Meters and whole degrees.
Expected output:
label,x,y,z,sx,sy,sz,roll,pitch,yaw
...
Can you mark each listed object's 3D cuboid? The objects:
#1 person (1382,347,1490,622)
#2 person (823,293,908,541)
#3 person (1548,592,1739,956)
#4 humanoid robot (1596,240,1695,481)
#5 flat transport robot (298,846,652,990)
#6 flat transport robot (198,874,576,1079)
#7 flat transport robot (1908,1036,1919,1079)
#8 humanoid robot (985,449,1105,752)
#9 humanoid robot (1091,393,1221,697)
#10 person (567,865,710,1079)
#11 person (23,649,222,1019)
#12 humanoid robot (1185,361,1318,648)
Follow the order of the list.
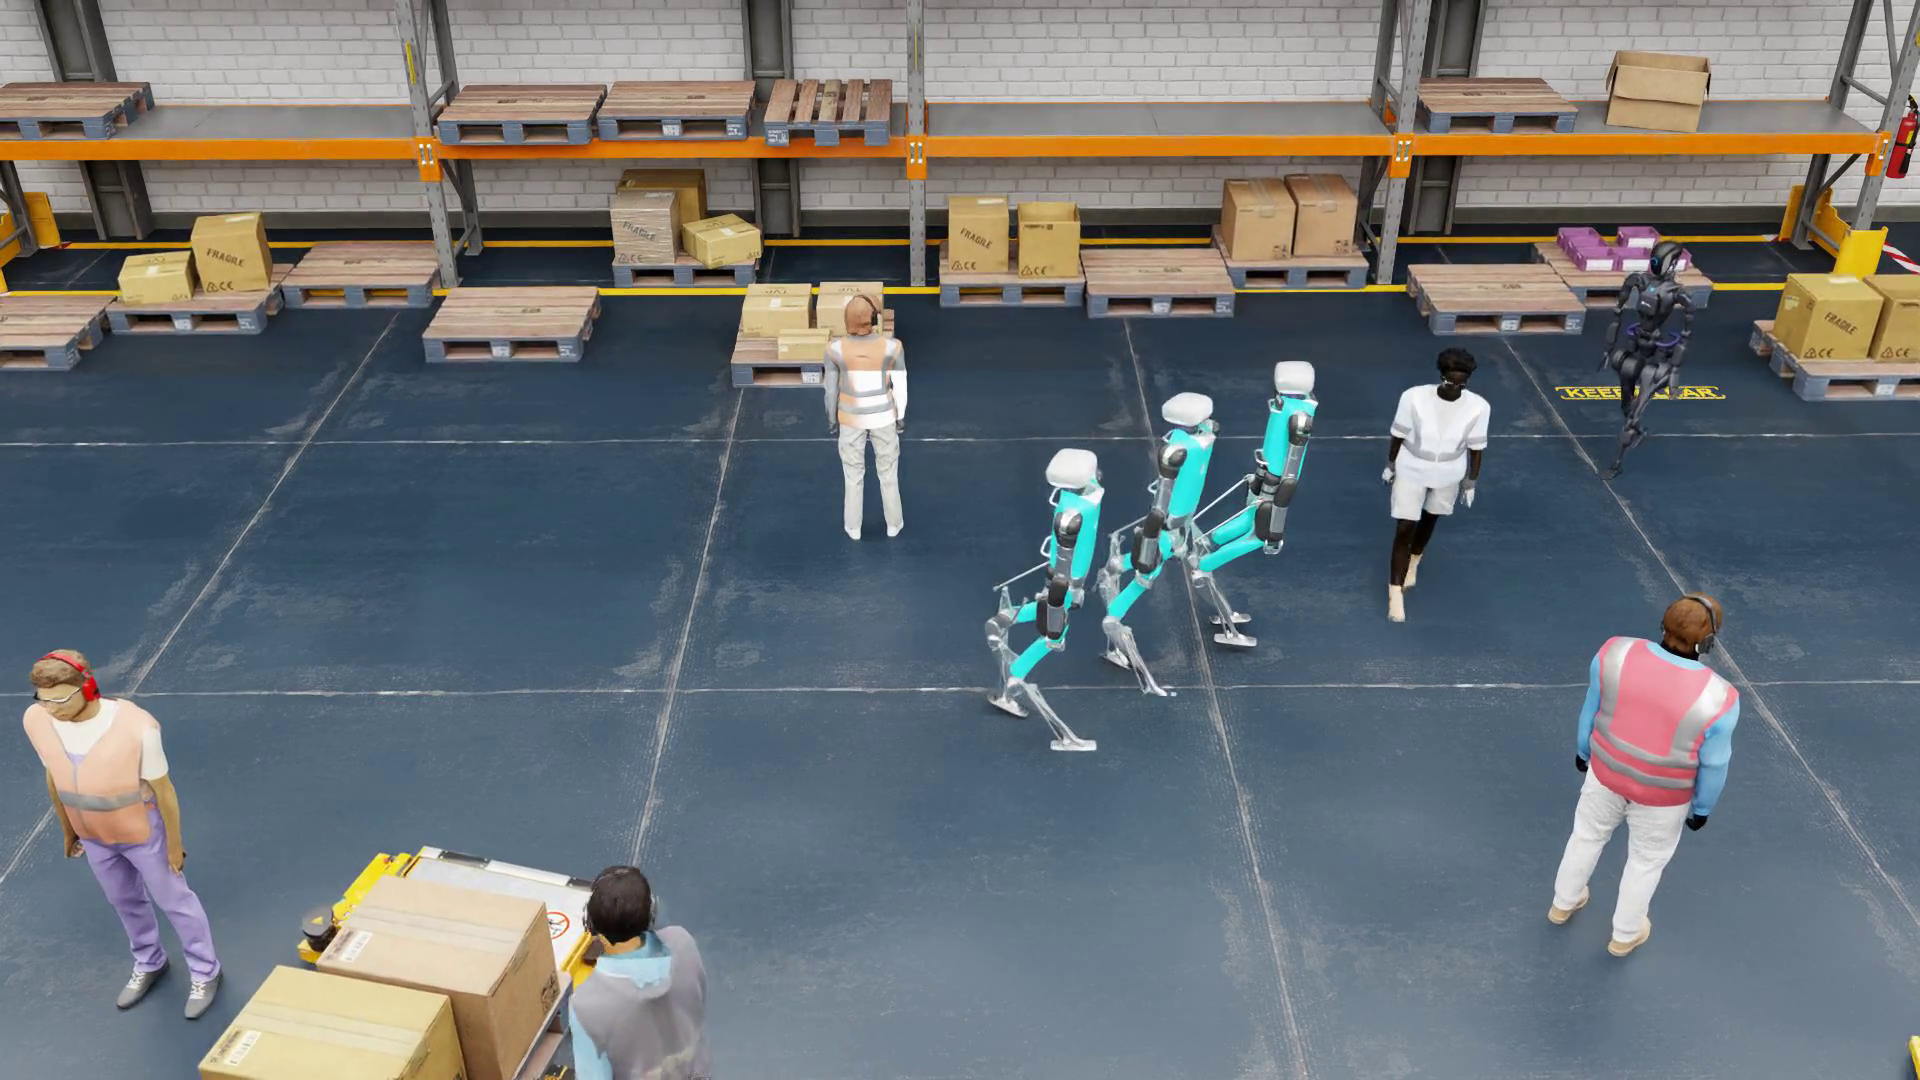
label,x,y,z,sx,sy,sz,roll,pitch,yaw
person,2.732,-0.324,9.590,0.542,1.652,0.833,4,31,6
person,-0.579,-0.741,10.315,0.514,1.636,0.313,-2,31,-3
person,2.963,1.021,7.199,0.634,1.831,0.430,25,39,35
humanoid robot,4.619,-1.243,11.162,0.767,1.638,0.609,-23,38,-33
flat transport robot,-2.172,1.752,7.495,1.431,0.231,0.659,8,32,14
flat transport robot,-2.210,2.302,6.579,1.431,0.231,0.659,7,32,11
flat transport robot,4.603,2.321,6.547,1.431,0.231,0.659,8,32,13
humanoid robot,0.321,0.303,8.503,0.873,1.787,0.580,10,32,16
humanoid robot,0.948,-0.008,9.016,0.757,1.793,0.548,18,36,28
person,-1.073,1.903,5.736,0.550,1.832,0.884,-25,39,-35
person,-3.461,1.197,6.898,0.563,1.835,0.380,5,31,8
humanoid robot,1.533,-0.192,9.207,0.732,1.687,0.531,0,31,-1
